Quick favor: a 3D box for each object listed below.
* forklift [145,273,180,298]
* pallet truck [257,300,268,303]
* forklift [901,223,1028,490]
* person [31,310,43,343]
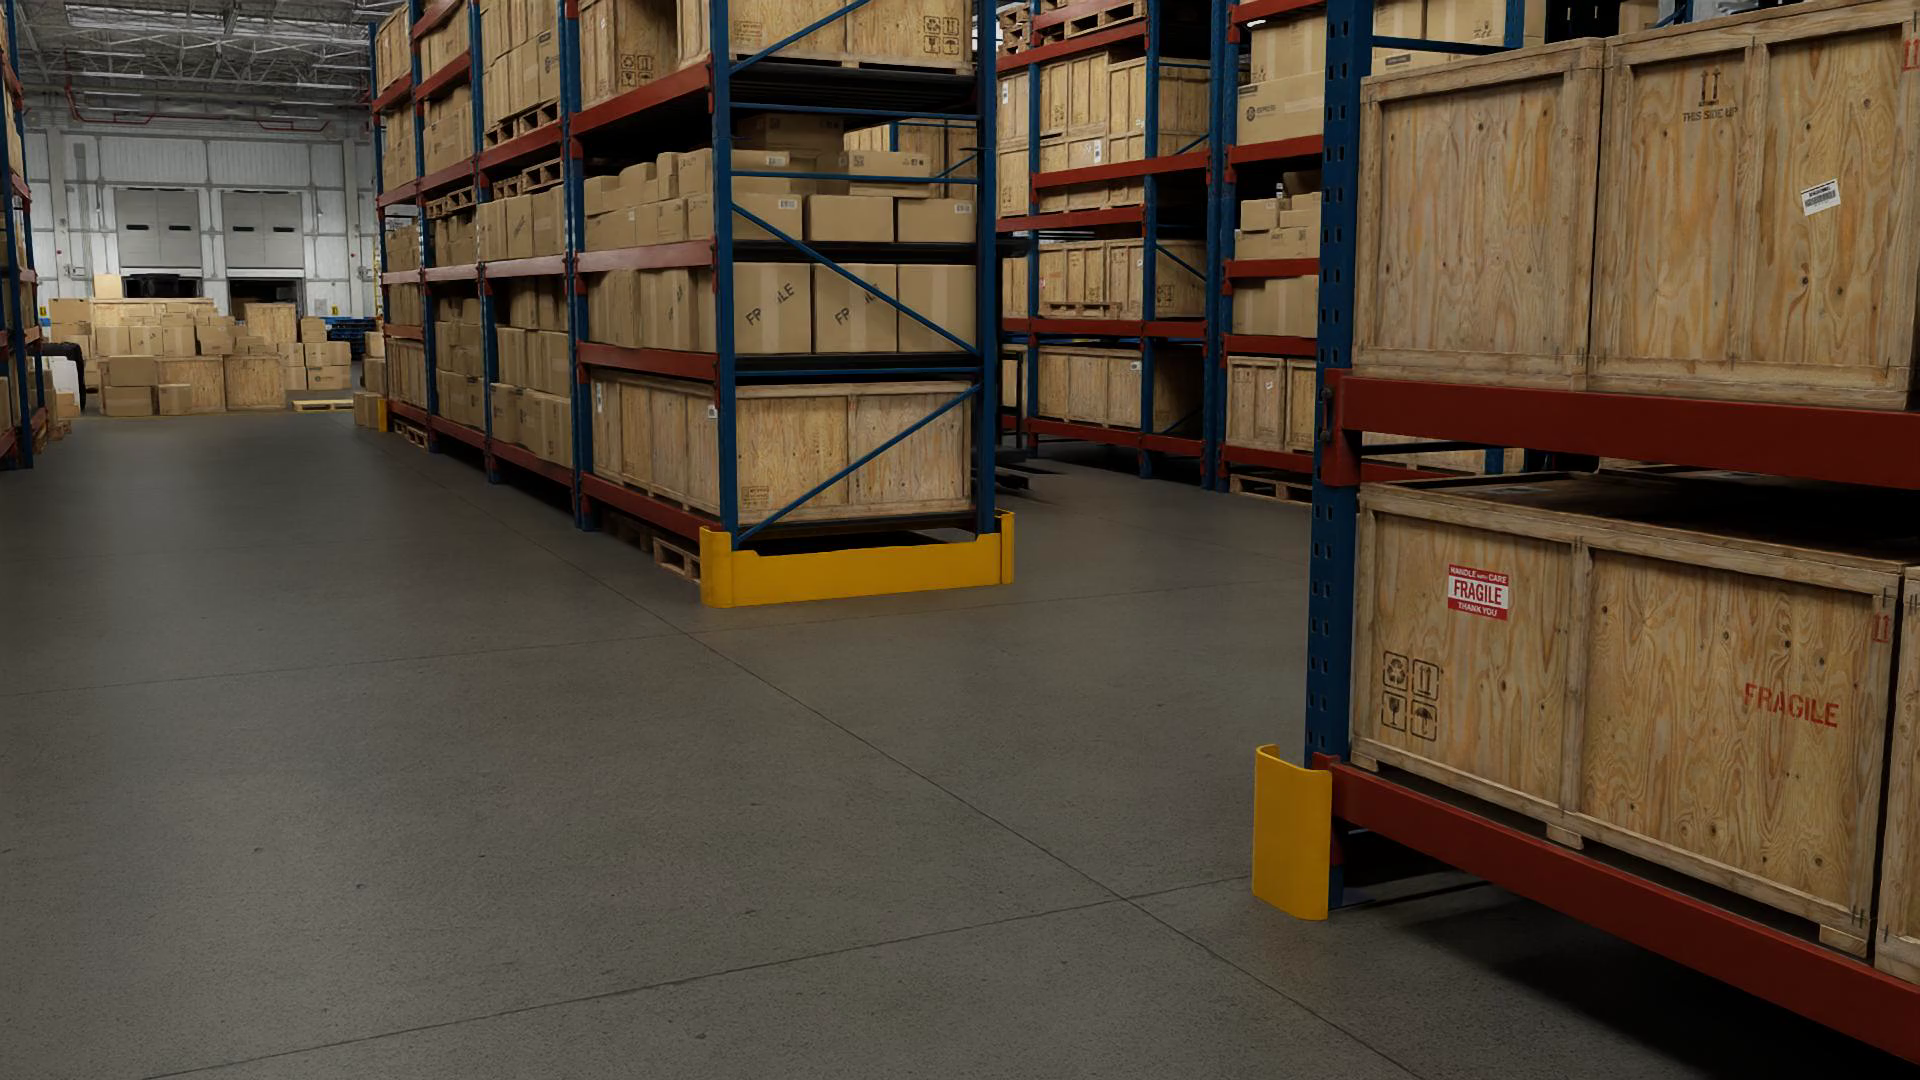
[{"bbox_3d":[-25.114,-7.030,52.567,1.873,2.768,1.129,6,10,37],"label":"forklift"},{"bbox_3d":[-23.913,-7.404,58.171,1.885,1.965,0.823,-1,8,-9],"label":"pallet truck"},{"bbox_3d":[-0.203,-1.975,17.707,1.129,2.768,1.873,-4,9,-26],"label":"forklift"},{"bbox_3d":[-24.618,-5.338,44.295,0.931,1.890,0.548,-5,10,-30],"label":"person"}]
